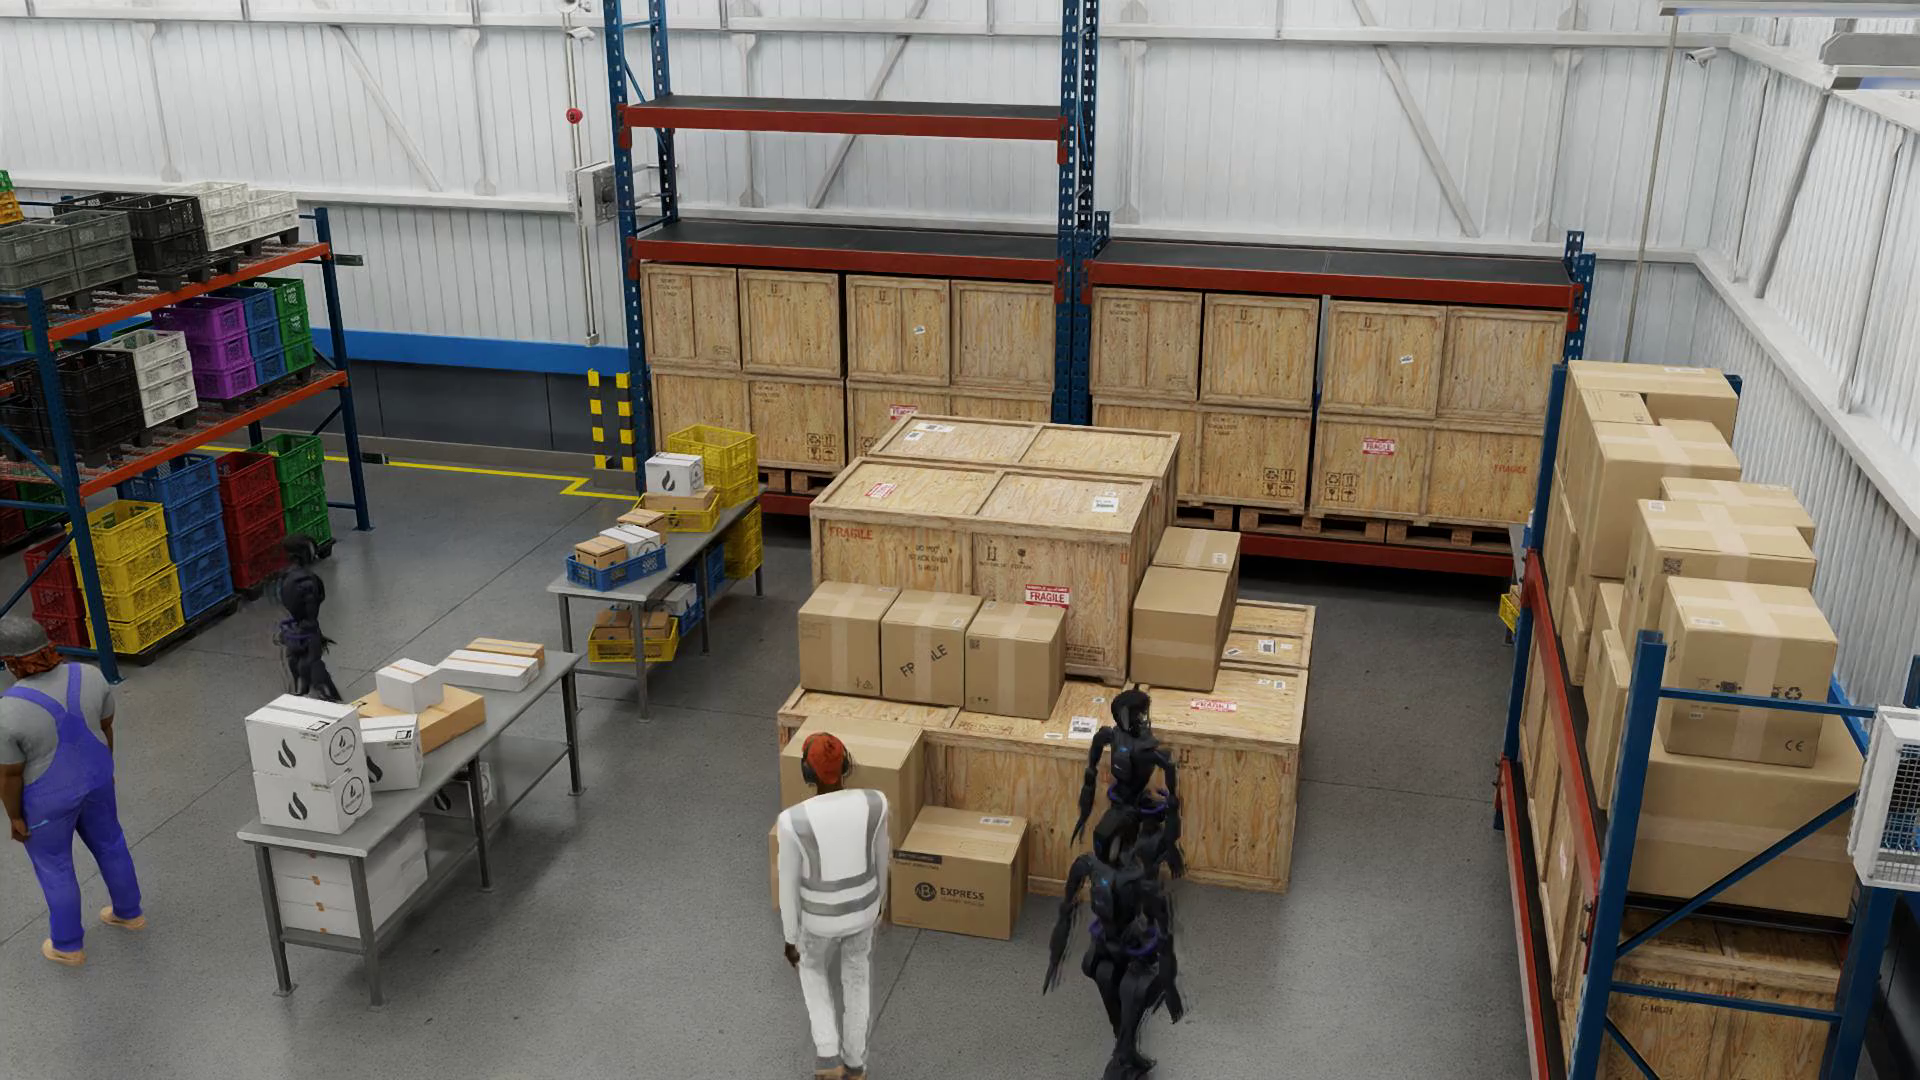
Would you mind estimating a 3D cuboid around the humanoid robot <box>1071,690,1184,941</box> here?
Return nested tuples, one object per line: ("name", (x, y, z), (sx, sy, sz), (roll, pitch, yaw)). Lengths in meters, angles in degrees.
("humanoid robot", (0.952, 1.539, 9.050), (0.676, 1.643, 0.414), (16, 26, 37))

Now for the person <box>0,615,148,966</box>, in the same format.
("person", (-4.945, 1.330, 9.087), (0.535, 2.000, 0.681), (11, 24, 26))

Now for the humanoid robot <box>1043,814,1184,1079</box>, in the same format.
("humanoid robot", (0.747, 2.013, 7.840), (0.621, 1.630, 0.743), (19, 28, 40))

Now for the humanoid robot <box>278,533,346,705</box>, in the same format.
("humanoid robot", (-4.330, 0.733, 11.204), (0.739, 1.630, 0.607), (-14, 25, -33))

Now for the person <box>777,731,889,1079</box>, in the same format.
("person", (-0.604, 1.807, 8.092), (0.579, 1.865, 0.418), (-8, 22, -19))
